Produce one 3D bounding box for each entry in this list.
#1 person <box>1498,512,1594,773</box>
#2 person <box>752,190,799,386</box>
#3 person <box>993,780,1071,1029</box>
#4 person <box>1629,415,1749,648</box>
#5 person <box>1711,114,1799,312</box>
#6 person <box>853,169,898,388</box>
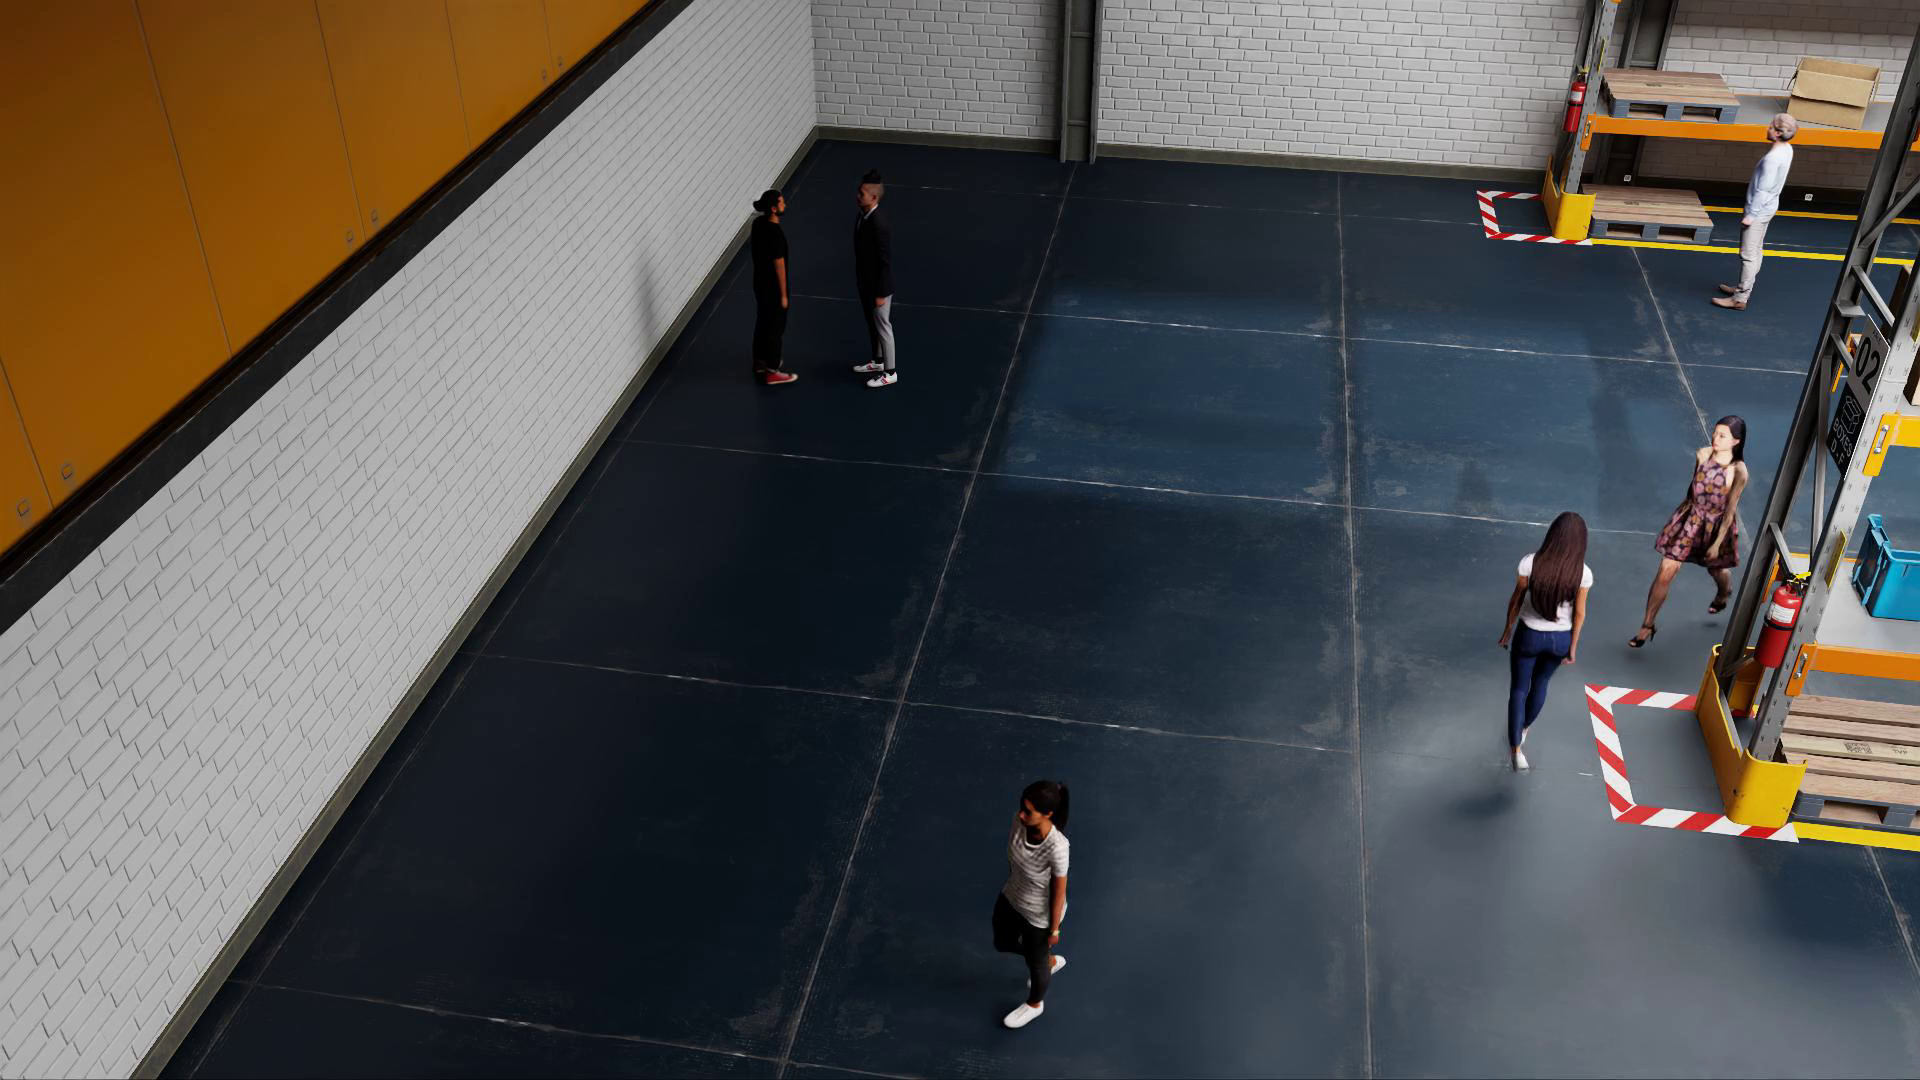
[{"bbox_3d":[3.546,0.676,10.151,0.956,1.751,0.713,12,35,17],"label":"person"},{"bbox_3d":[-1.657,-2.205,14.486,0.763,1.749,0.718,-18,38,-25],"label":"person"},{"bbox_3d":[0.445,1.829,8.517,0.811,1.637,0.750,-20,38,-27],"label":"person"},{"bbox_3d":[5.098,-0.049,11.261,1.211,1.728,1.132,-20,39,-27],"label":"person"},{"bbox_3d":[7.562,-3.111,15.718,0.729,1.894,0.737,21,39,29],"label":"person"},{"bbox_3d":[-0.733,-2.270,14.402,0.802,1.949,0.798,-14,36,-20],"label":"person"}]
